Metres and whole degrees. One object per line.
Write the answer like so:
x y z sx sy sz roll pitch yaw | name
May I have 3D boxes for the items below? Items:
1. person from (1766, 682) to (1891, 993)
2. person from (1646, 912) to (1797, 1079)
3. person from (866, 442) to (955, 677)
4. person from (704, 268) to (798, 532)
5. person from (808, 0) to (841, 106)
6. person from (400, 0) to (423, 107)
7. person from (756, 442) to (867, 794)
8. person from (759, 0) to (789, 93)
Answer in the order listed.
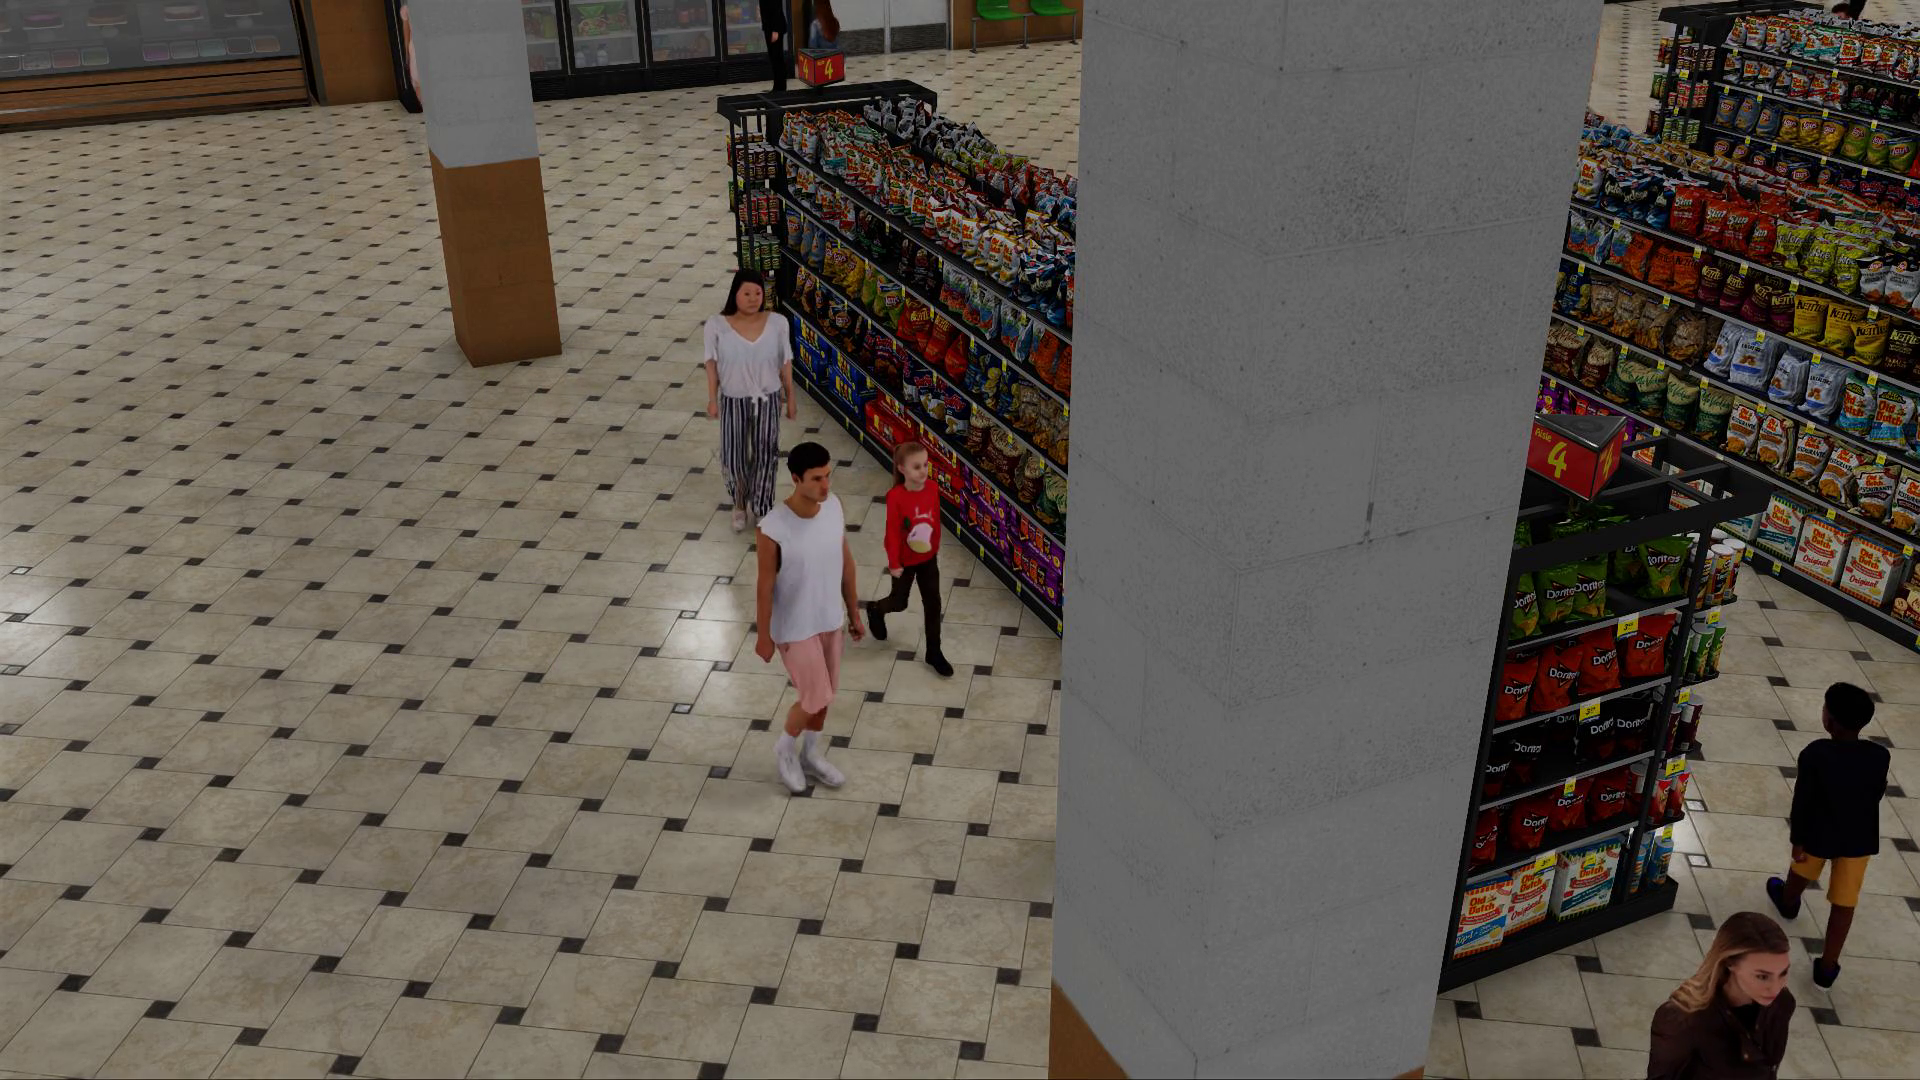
3.450 1.194 6.528 0.842 1.227 0.950 7 28 13 | person
2.135 1.748 4.900 0.656 1.712 0.759 -9 28 -16 | person
-0.280 0.070 8.704 0.594 1.264 0.889 -18 32 -31 | person
-1.282 -0.867 10.104 0.750 1.667 0.724 -6 28 -12 | person
-1.458 -5.314 18.878 1.181 1.664 1.028 15 30 27 | person
-6.137 -5.499 19.077 0.591 1.814 0.788 -13 30 -23 | person
-0.749 0.332 7.625 0.795 1.773 0.756 21 34 35 | person
-2.338 -6.469 20.902 0.774 1.893 0.587 -8 28 -16 | person
